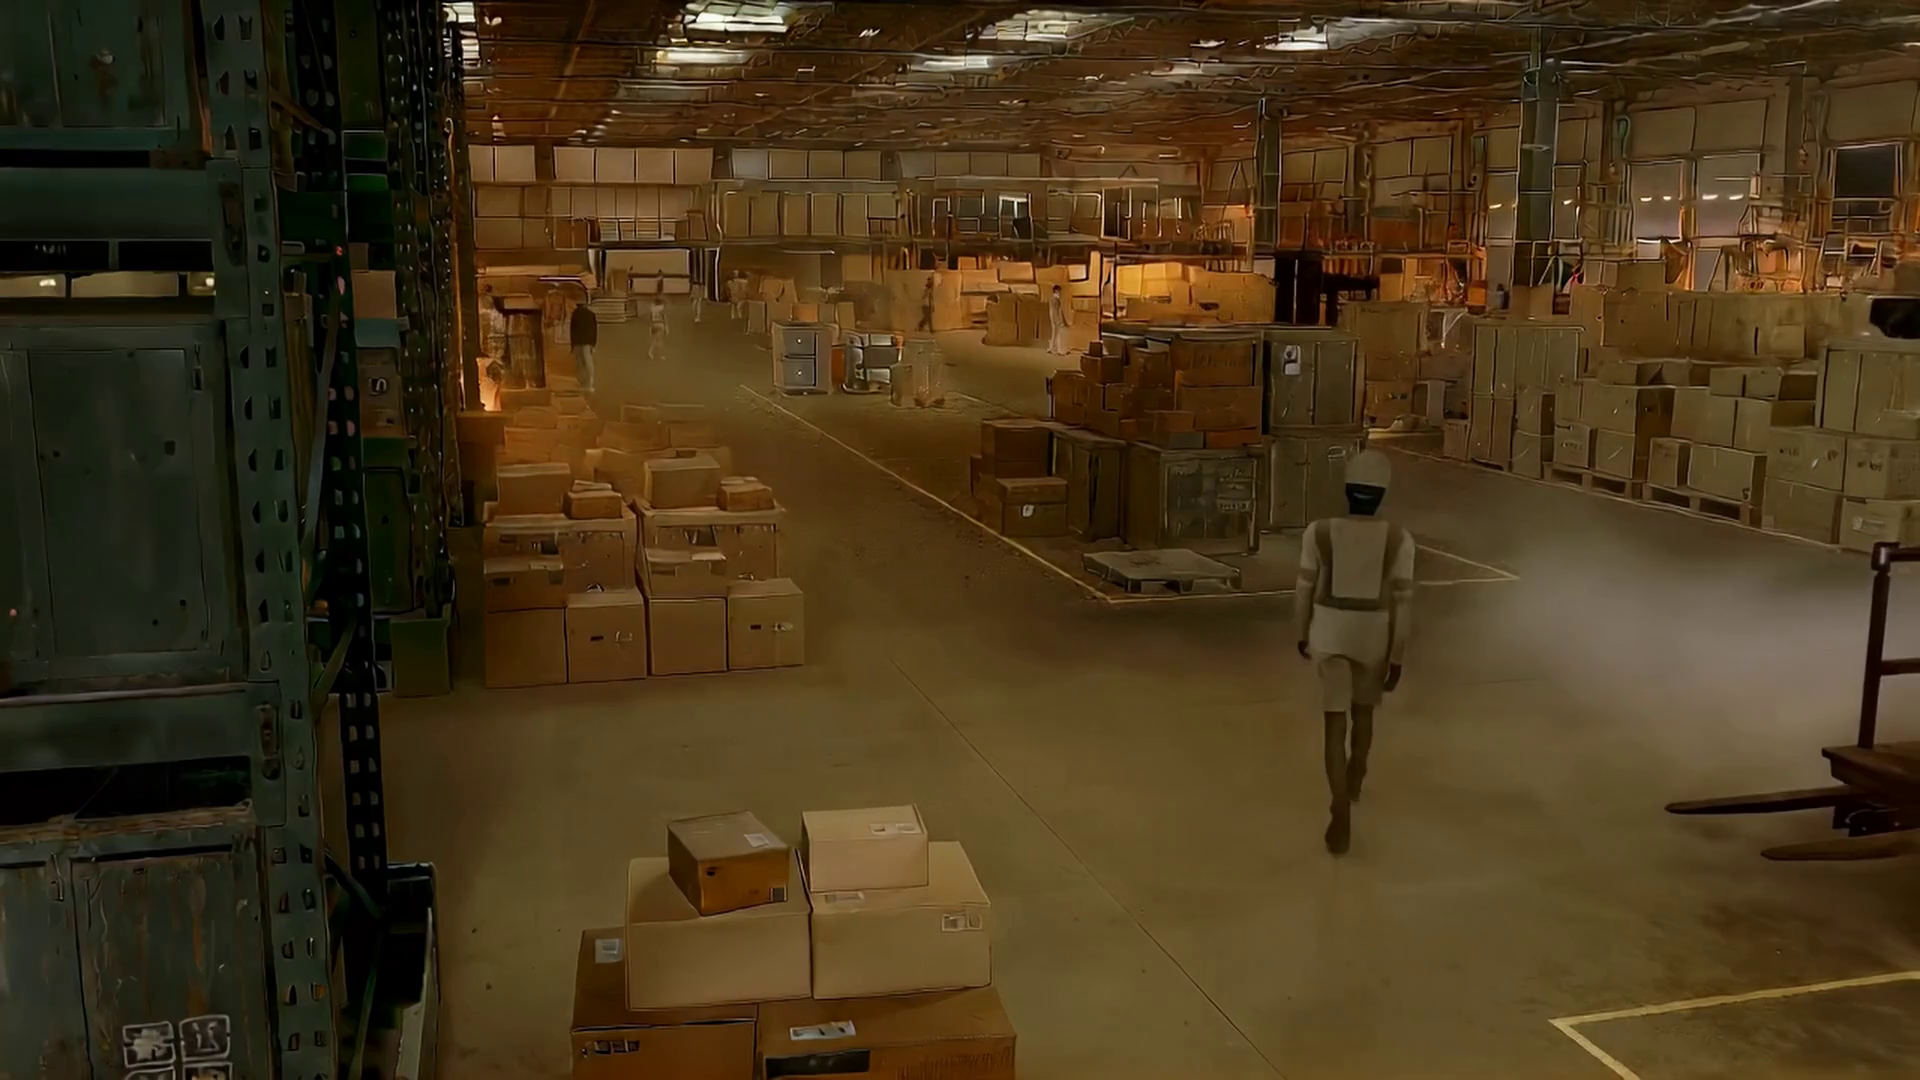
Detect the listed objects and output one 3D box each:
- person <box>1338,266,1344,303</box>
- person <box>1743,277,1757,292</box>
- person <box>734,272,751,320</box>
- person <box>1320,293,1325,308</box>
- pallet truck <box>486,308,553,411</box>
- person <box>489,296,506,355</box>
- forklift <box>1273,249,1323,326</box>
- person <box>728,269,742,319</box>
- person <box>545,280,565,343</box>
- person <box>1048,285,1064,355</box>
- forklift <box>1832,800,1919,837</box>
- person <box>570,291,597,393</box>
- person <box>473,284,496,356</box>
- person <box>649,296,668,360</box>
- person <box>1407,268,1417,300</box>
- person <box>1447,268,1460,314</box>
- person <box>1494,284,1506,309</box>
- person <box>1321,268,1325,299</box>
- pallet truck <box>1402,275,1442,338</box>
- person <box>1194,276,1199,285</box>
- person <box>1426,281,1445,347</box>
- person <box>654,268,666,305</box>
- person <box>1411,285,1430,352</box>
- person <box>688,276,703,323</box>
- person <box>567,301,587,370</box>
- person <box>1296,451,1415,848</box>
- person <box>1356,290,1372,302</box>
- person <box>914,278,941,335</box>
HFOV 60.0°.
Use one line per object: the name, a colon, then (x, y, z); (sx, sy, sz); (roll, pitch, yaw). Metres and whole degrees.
person: (19.114, -12.926, 84.095); (0.613, 1.921, 0.815); (-3, 10, -15)
person: (24.554, -7.225, 51.790); (0.386, 1.922, 0.594); (2, 10, 13)
person: (-8.475, -9.586, 65.339); (0.590, 1.875, 1.002); (9, 13, 41)
person: (8.538, -5.117, 39.818); (0.368, 1.939, 0.633); (-4, 11, -23)
pallet truck: (-6.242, -2.418, 24.362); (0.823, 1.965, 1.885); (1, 10, 3)
person: (-9.141, -3.885, 33.000); (0.357, 1.881, 0.574); (0, 10, -1)
forklift: (4.855, -2.824, 24.162); (1.873, 2.768, 1.129); (-3, 10, -15)
person: (-8.897, -9.739, 65.926); (0.603, 1.959, 0.380); (-4, 11, -22)
person: (-11.308, -6.290, 46.516); (0.563, 1.910, 0.590); (-1, 10, -7)
person: (2.538, -5.818, 44.024); (0.317, 1.859, 0.525); (-8, 13, -39)
forklift: (5.300, 0.104, 7.586); (1.873, 2.768, 1.129); (-3, 10, -15)
person: (-7.415, -3.881, 32.652); (0.624, 1.992, 0.386); (5, 11, 28)
person: (-12.509, -5.810, 43.959); (0.632, 1.872, 0.969); (-7, 12, -35)
person: (-7.644, -5.359, 42.057); (0.514, 1.628, 0.534); (3, 10, 17)
person: (20.963, -11.657, 77.029); (0.709, 1.890, 0.566); (6, 11, 29)
person: (20.901, -10.592, 70.728); (0.660, 1.960, 0.903); (0, 10, 1)
person: (16.825, -7.142, 51.980); (0.552, 1.684, 0.423); (-9, 14, -42)
person: (17.222, -12.065, 79.473); (0.431, 1.835, 0.624); (-9, 14, -43)
pallet truck: (14.620, -7.324, 52.145); (0.823, 1.965, 1.885); (8, 13, 40)
person: (8.407, -8.492, 59.263); (0.548, 1.812, 0.694); (-8, 13, -39)
person: (13.447, -6.461, 47.546); (0.864, 1.902, 0.654); (1, 10, 6)
person: (-14.539, -12.277, 80.716); (0.777, 1.816, 0.517); (9, 13, 40)
person: (10.999, -5.127, 39.879); (0.628, 1.936, 0.374); (-9, 13, -41)
person: (-9.991, -9.092, 62.815); (0.543, 1.754, 0.383); (-1, 10, -6)
person: (-8.850, -4.777, 38.689); (0.541, 1.659, 0.548); (-2, 10, -12)
person: (1.937, 0.498, 8.215); (0.546, 1.871, 1.032); (2, 10, 10)
person: (12.040, -6.806, 49.721); (0.463, 1.851, 0.639); (10, 14, 44)
person: (-1.083, -7.577, 53.983); (1.013, 1.867, 0.602); (-5, 11, -27)
